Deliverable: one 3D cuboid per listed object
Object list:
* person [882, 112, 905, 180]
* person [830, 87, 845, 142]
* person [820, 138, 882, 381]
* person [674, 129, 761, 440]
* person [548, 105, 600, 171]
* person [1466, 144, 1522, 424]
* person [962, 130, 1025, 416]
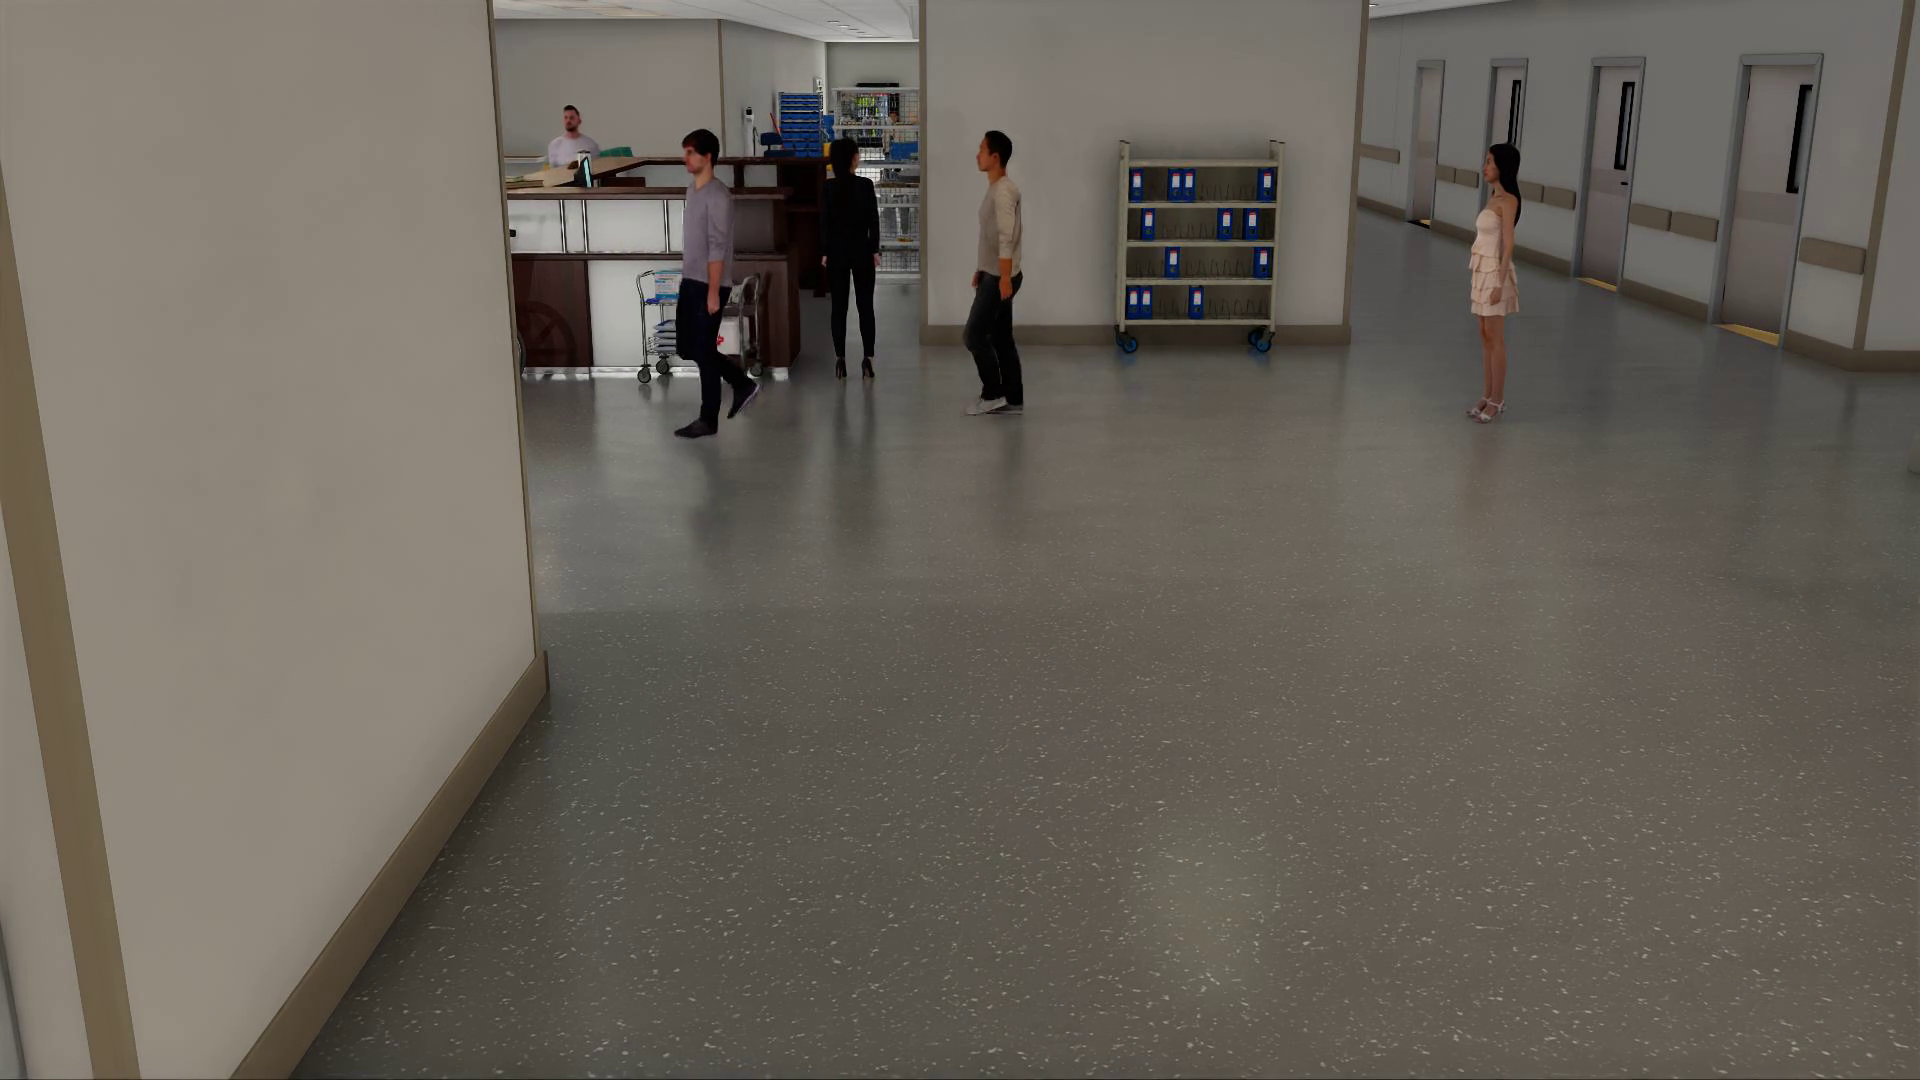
[{"bbox_3d":[-1.246,-7.284,31.122,0.458,1.455,0.644,-1,16,-3],"label":"person"},{"bbox_3d":[-2.886,-9.929,39.905,1.157,1.780,0.975,-10,19,-32],"label":"person"},{"bbox_3d":[-0.786,-2.020,11.979,0.432,1.711,0.649,2,16,6],"label":"person"},{"bbox_3d":[-1.464,-1.536,10.038,0.980,1.831,0.886,-8,18,-26],"label":"person"},{"bbox_3d":[-3.905,-3.480,16.976,1.099,1.810,0.827,2,16,6],"label":"person"},{"bbox_3d":[3.372,-1.608,10.474,0.525,1.734,0.583,1,16,2],"label":"person"},{"bbox_3d":[0.333,-1.669,10.571,0.655,1.798,0.688,-1,16,-5],"label":"person"}]
